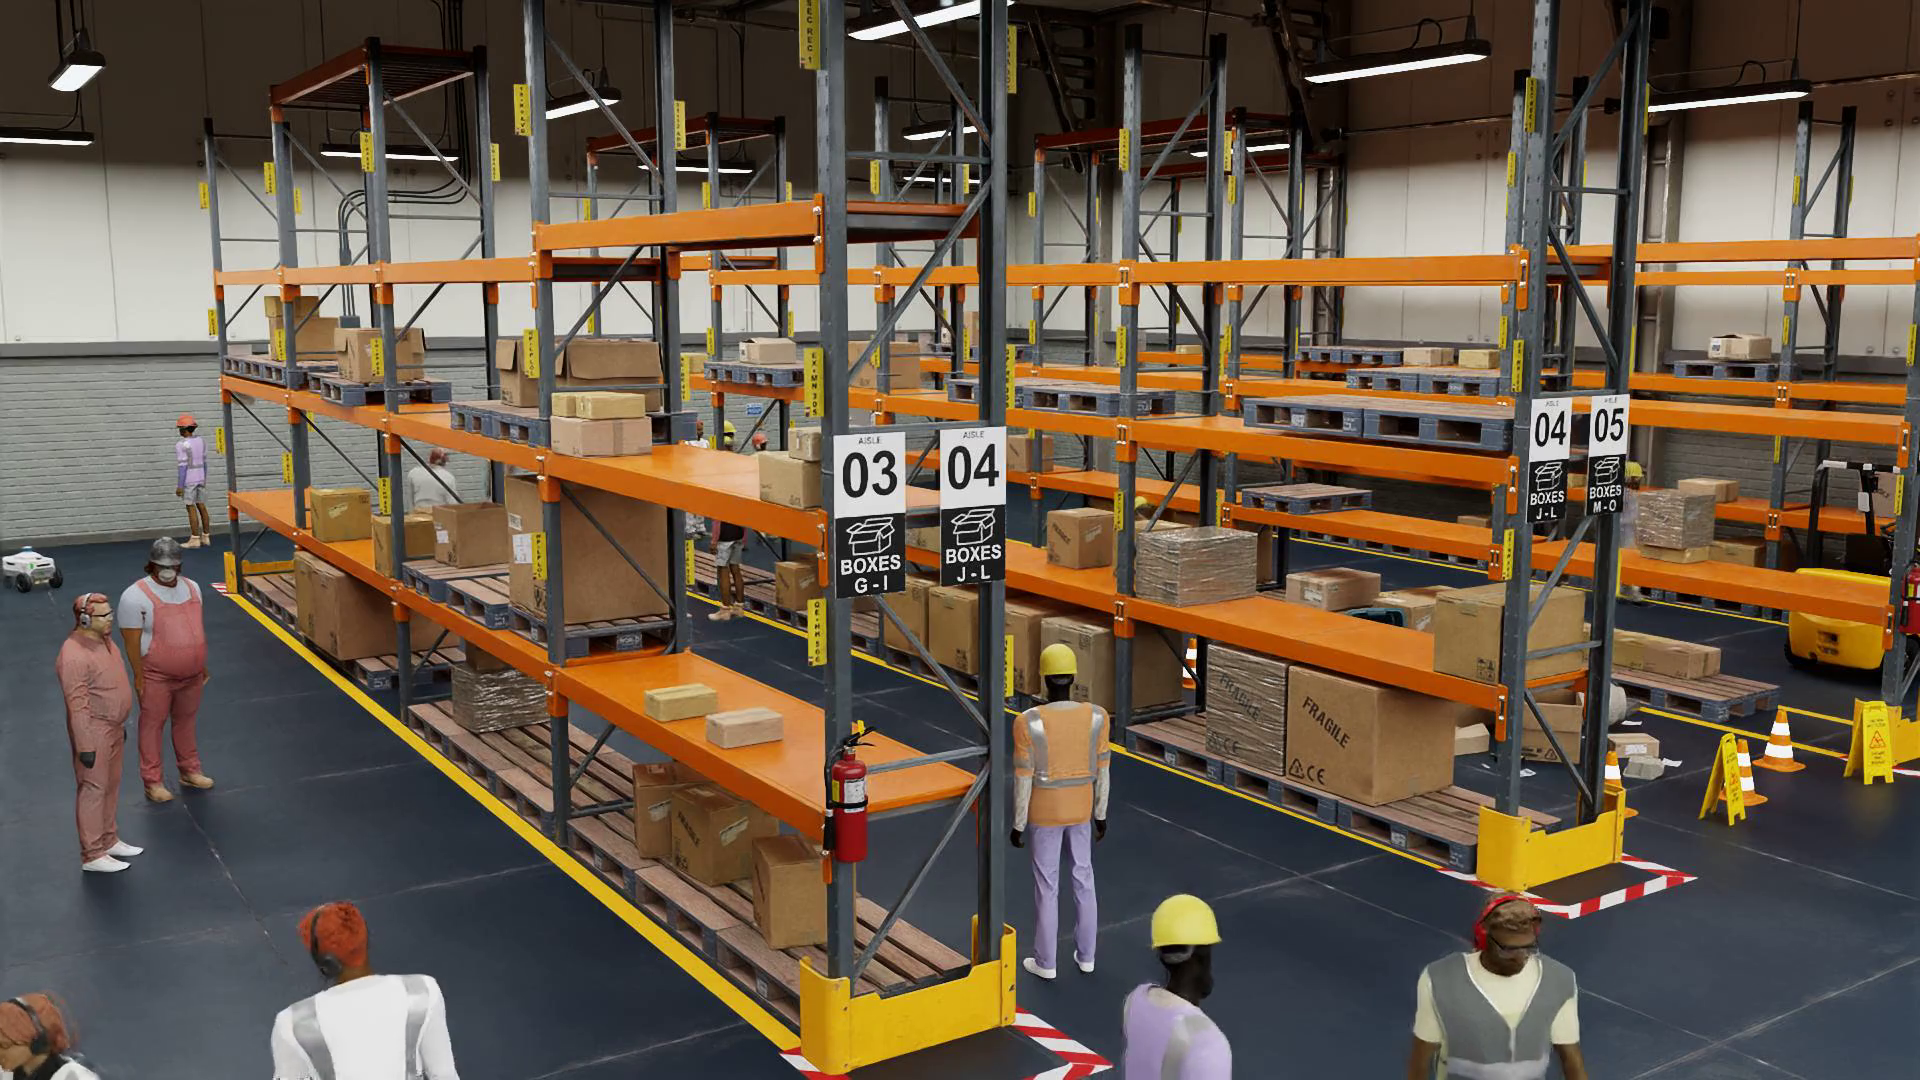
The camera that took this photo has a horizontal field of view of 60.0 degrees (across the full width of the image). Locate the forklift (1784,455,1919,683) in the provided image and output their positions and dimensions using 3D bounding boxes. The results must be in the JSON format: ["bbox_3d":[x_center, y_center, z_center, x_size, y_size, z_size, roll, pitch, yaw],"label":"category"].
[{"bbox_3d":[9.643,0.253,17.172,2.313,2.155,1.214,-6,10,-33],"label":"forklift"}]

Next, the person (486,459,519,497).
[{"bbox_3d":[-7.160,-0.790,26.005,0.518,1.626,0.526,0,9,3],"label":"person"}]

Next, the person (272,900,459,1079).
[{"bbox_3d":[-1.990,2.150,5.743,0.665,1.856,0.801,-5,10,-31],"label":"person"}]

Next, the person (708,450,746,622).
[{"bbox_3d":[-2.764,-0.047,19.743,0.406,2.029,0.608,4,10,27],"label":"person"}]

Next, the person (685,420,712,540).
[{"bbox_3d":[-4.138,-0.949,26.212,0.356,1.882,0.574,5,10,31],"label":"person"}]

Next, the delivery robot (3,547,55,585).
[{"bbox_3d":[-12.194,0.331,21.772,0.707,0.478,0.477,5,10,31],"label":"delivery robot"}]

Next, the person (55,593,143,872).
[{"bbox_3d":[-5.805,1.293,11.243,0.402,1.901,0.647,-1,9,-8],"label":"person"}]

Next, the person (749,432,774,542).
[{"bbox_3d":[-3.045,-0.801,25.739,0.589,1.738,0.437,-4,9,-23],"label":"person"}]

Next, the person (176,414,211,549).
[{"bbox_3d":[-11.685,-0.888,25.264,0.378,2.045,0.605,2,9,13],"label":"person"}]

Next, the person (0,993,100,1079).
[{"bbox_3d":[-3.057,2.288,5.595,0.529,1.586,0.860,5,10,31],"label":"person"}]

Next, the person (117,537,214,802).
[{"bbox_3d":[-6.086,0.974,12.877,0.537,2.000,0.675,4,10,27],"label":"person"}]

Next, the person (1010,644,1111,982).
[{"bbox_3d":[0.561,1.543,9.476,0.593,1.922,0.383,-3,9,-19],"label":"person"}]

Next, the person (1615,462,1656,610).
[{"bbox_3d":[8.351,-0.054,20.498,0.715,1.808,0.601,6,10,33],"label":"person"}]

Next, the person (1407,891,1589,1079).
[{"bbox_3d":[1.943,2.117,6.004,0.639,1.814,0.542,-2,9,-10],"label":"person"}]

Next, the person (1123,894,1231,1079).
[{"bbox_3d":[0.753,2.144,5.595,0.396,1.893,0.643,-3,9,-20],"label":"person"}]

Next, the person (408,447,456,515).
[{"bbox_3d":[-6.984,-0.311,22.041,0.676,1.856,0.610,0,9,-1],"label":"person"}]

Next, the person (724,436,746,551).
[{"bbox_3d":[-3.508,-0.700,25.072,0.704,1.717,0.549,6,10,34],"label":"person"}]
